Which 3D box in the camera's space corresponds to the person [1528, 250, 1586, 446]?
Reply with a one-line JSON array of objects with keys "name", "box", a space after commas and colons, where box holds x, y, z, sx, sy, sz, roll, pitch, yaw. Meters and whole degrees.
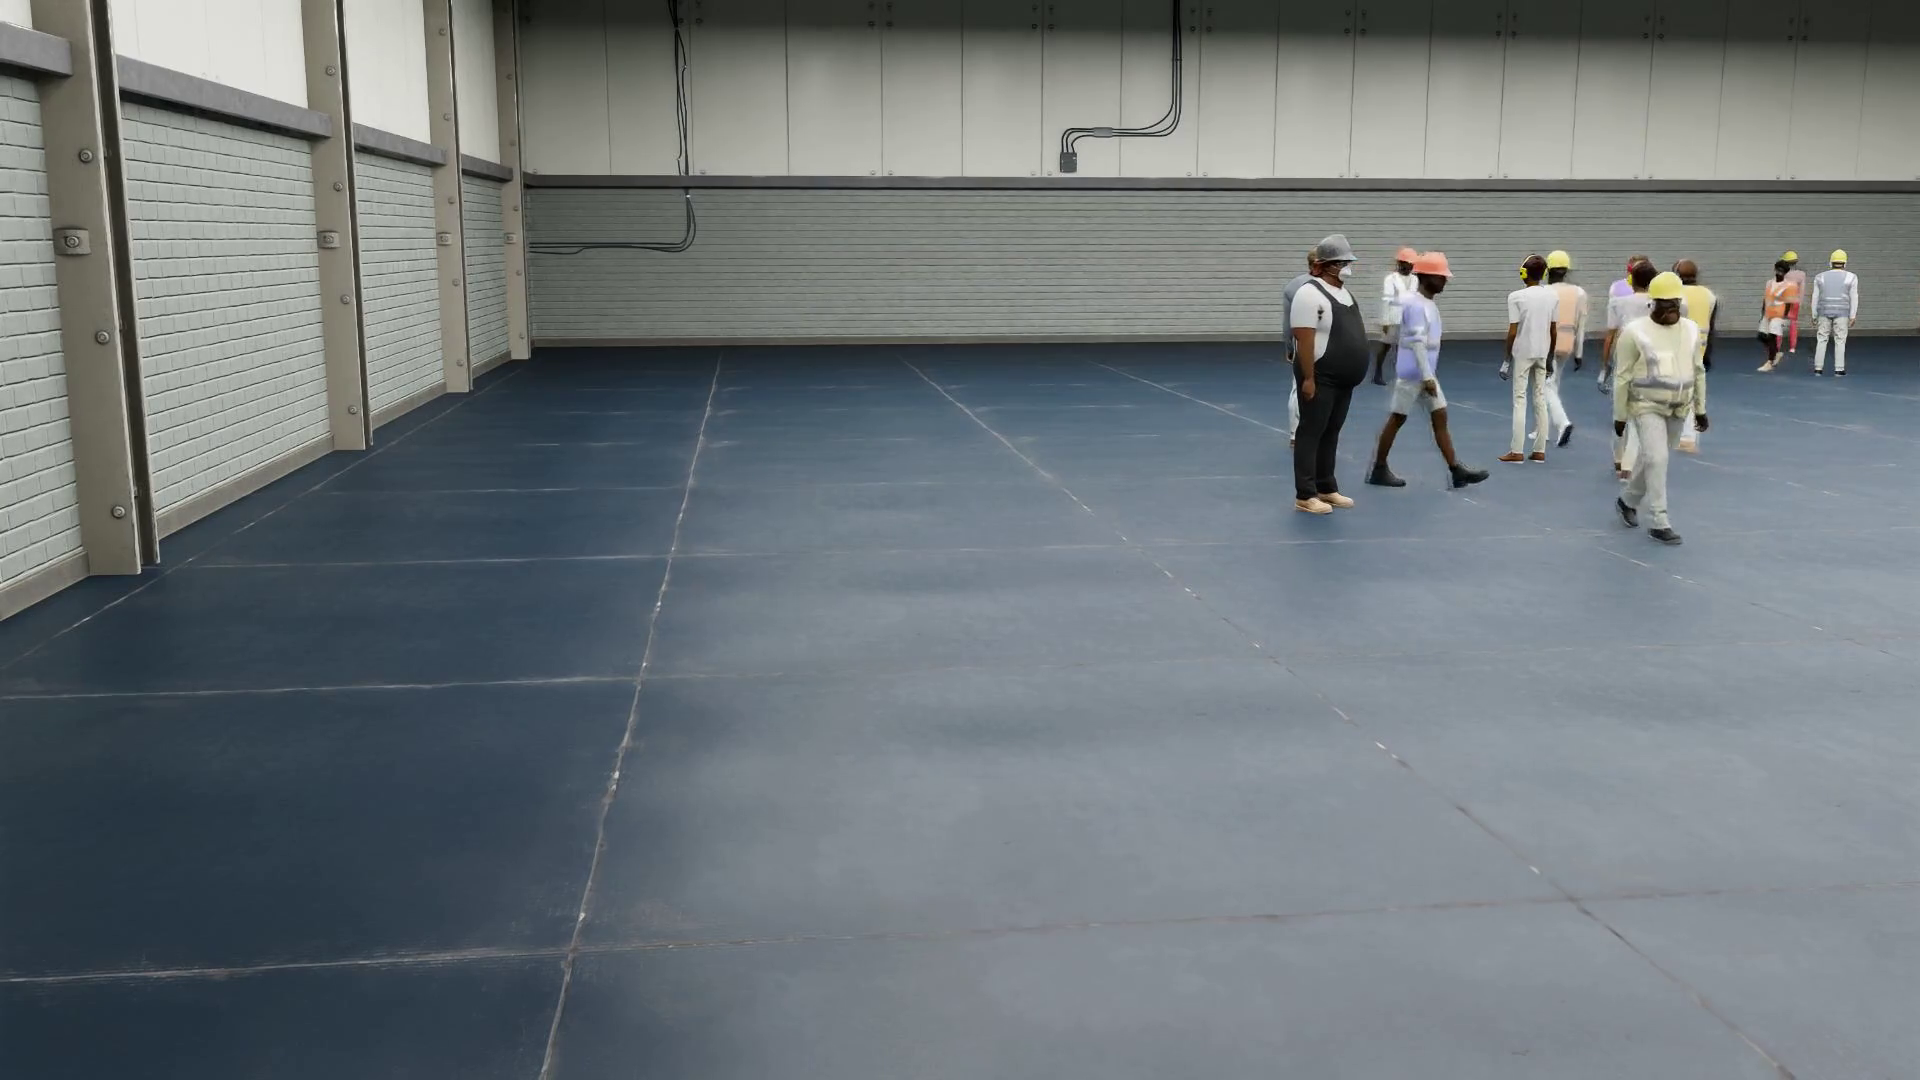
[{"name": "person", "box": [5.825, -1.873, 16.242, 0.593, 1.902, 0.852, -2, 11, -11]}]

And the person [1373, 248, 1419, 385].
[{"name": "person", "box": [5.916, -2.988, 22.438, 0.573, 1.874, 1.050, -4, 11, -19]}]

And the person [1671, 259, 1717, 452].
[{"name": "person", "box": [6.807, -1.771, 15.923, 0.651, 1.798, 0.922, -4, 11, -22]}]

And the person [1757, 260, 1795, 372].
[{"name": "person", "box": [12.247, -3.350, 24.910, 0.424, 1.676, 0.554, -3, 11, -14]}]

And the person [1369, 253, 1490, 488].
[{"name": "person", "box": [3.755, -1.335, 13.294, 0.988, 1.884, 0.550, 7, 13, 35]}]

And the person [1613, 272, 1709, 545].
[{"name": "person", "box": [4.701, -0.912, 11.249, 0.592, 1.799, 0.860, -3, 11, -15]}]

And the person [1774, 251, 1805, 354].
[{"name": "person", "box": [14.364, -4.115, 28.879, 0.525, 1.772, 0.299, 1, 10, 7]}]

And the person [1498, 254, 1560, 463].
[{"name": "person", "box": [5.094, -1.616, 14.902, 0.510, 1.872, 0.329, -2, 11, -12]}]

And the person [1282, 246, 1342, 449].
[{"name": "person", "box": [3.360, -1.816, 15.818, 0.630, 1.936, 0.369, 9, 14, 42]}]

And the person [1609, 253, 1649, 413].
[{"name": "person", "box": [7.616, -2.308, 18.818, 0.578, 1.853, 0.411, 0, 10, 1]}]

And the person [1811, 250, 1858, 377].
[{"name": "person", "box": [12.692, -3.284, 24.145, 0.602, 1.830, 0.404, 8, 13, 37]}]

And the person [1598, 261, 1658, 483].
[{"name": "person", "box": [5.636, -1.409, 13.926, 0.519, 1.806, 0.973, 5, 11, 23]}]

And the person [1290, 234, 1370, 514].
[{"name": "person", "box": [2.753, -1.225, 12.286, 0.536, 2.000, 0.672, 8, 13, 38]}]
